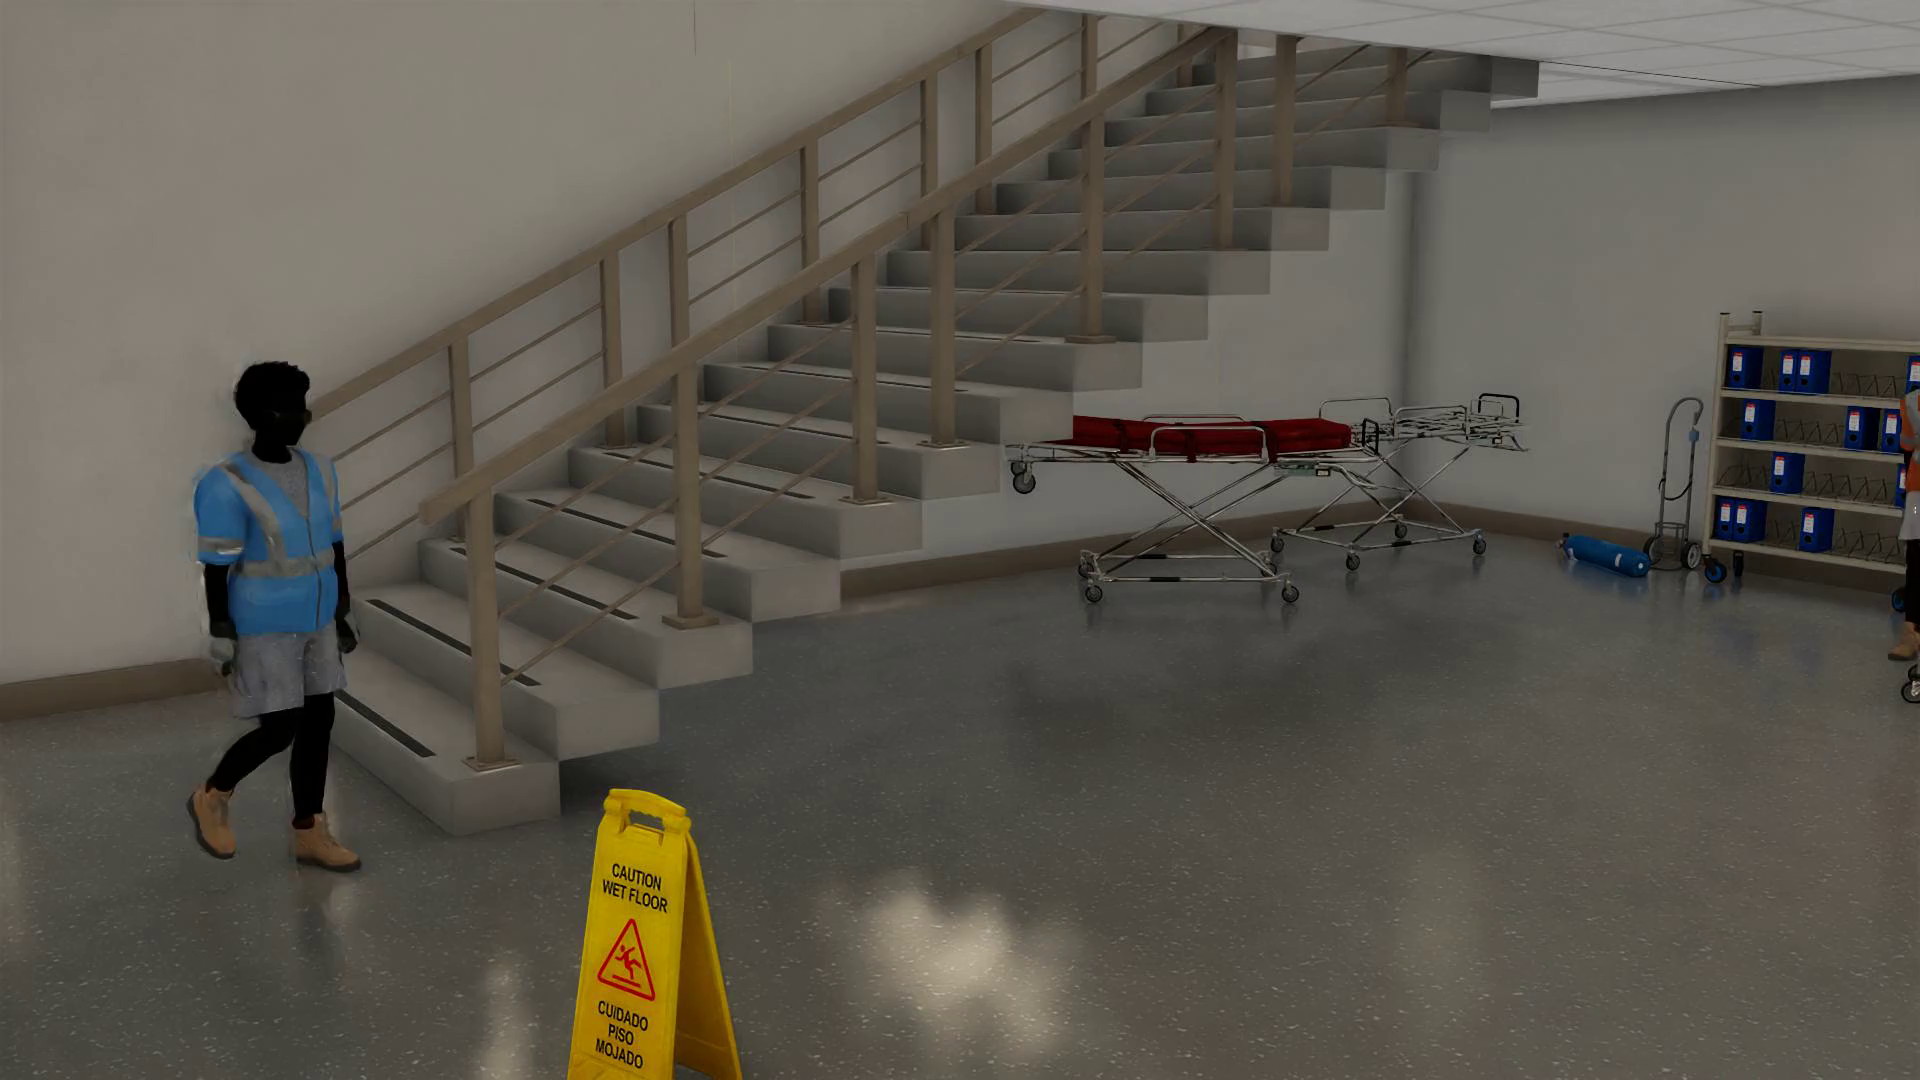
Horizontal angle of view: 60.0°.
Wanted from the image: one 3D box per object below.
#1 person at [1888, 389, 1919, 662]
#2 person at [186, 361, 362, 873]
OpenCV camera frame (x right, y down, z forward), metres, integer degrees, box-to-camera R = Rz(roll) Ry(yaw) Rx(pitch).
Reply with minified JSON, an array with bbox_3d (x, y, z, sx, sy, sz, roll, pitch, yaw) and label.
[{"bbox_3d":[5.033,-0.239,8.371,0.548,1.644,0.908,10,14,44],"label":"person"},{"bbox_3d":[-2.228,0.258,5.372,0.444,1.684,0.534,4,11,21],"label":"person"}]
